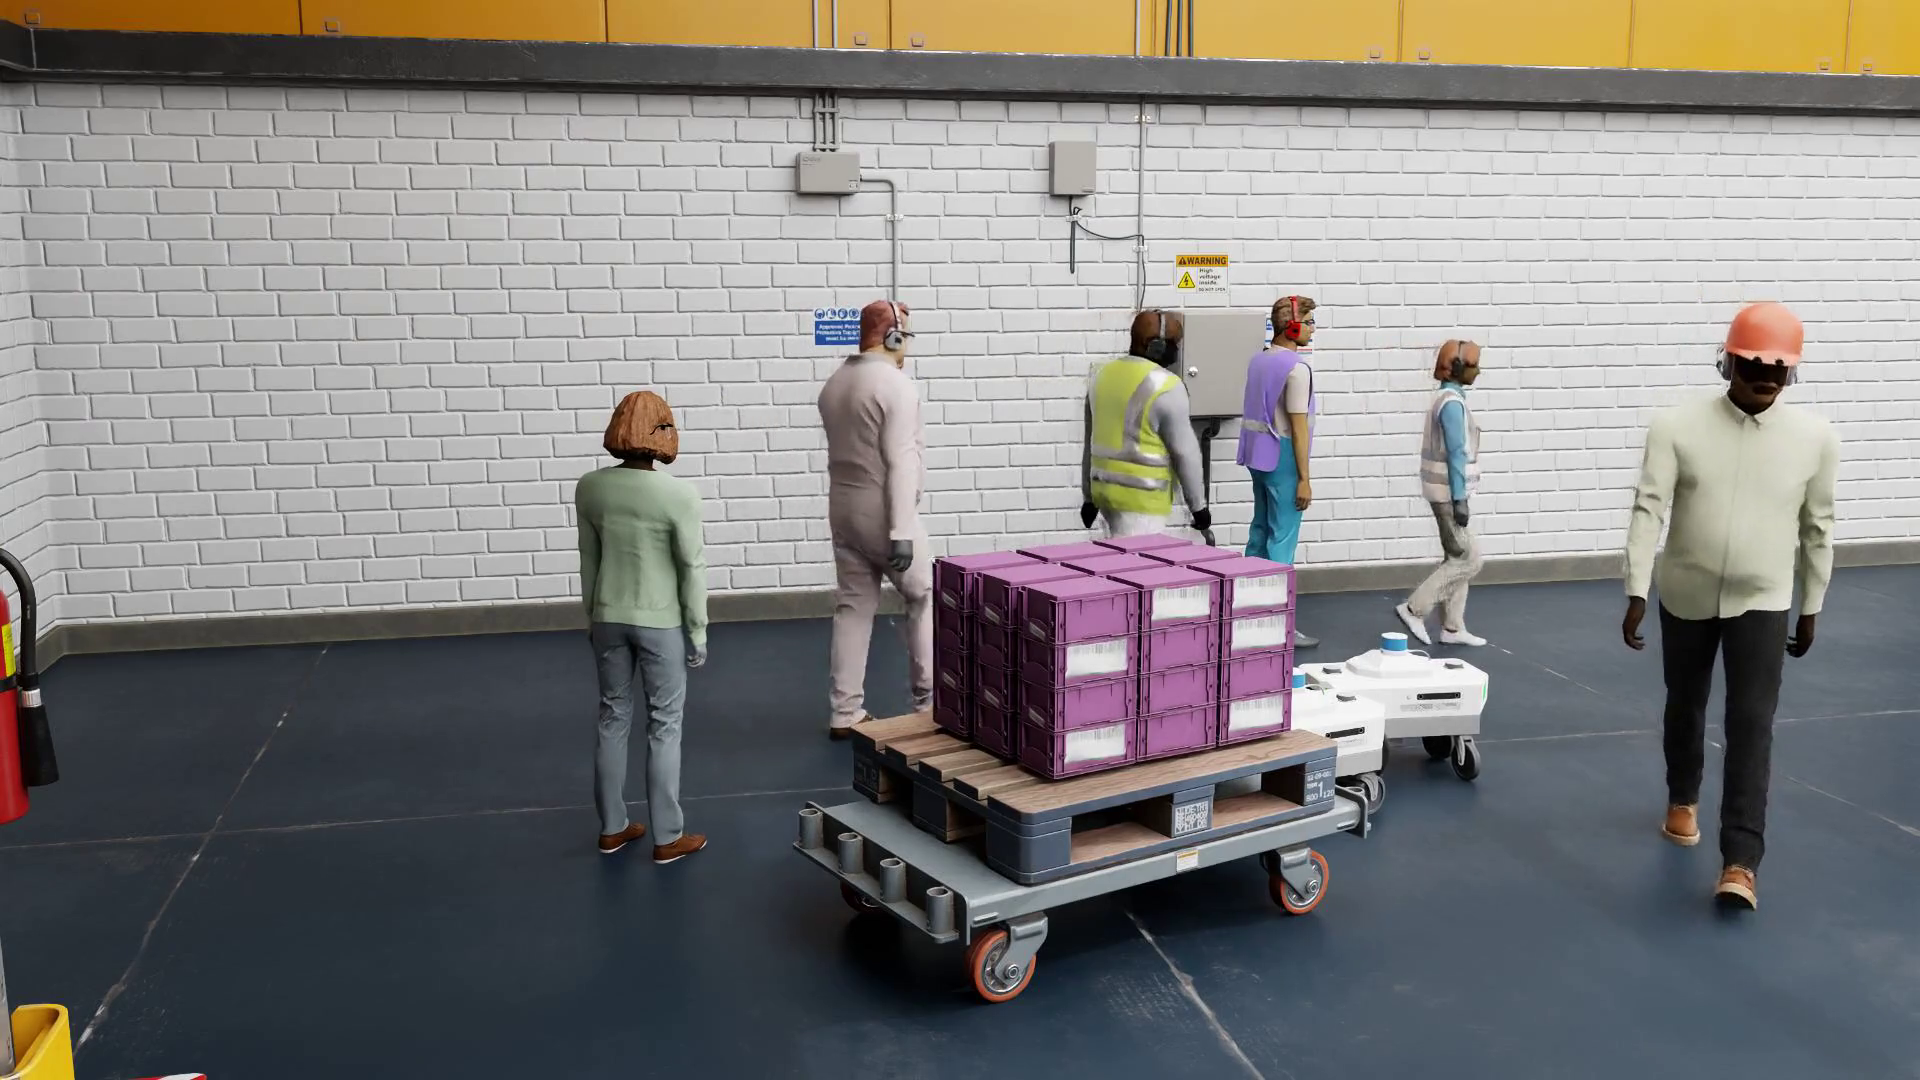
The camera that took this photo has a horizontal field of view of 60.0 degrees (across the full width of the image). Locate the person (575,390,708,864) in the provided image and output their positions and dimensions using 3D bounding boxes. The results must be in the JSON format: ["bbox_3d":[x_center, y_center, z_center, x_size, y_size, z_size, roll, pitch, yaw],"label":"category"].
[{"bbox_3d":[-1.089,0.299,5.729,0.493,1.624,0.280,4,11,20],"label":"person"}]

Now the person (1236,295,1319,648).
[{"bbox_3d":[1.666,-0.357,8.756,0.373,1.840,0.572,-3,11,-16],"label":"person"}]

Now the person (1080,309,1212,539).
[{"bbox_3d":[0.916,-0.184,7.893,0.788,1.807,0.637,-5,11,-26],"label":"person"}]

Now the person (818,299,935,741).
[{"bbox_3d":[-0.271,-0.083,7.150,0.793,1.871,0.658,-8,13,-37],"label":"person"}]

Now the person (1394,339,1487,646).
[{"bbox_3d":[2.538,-0.223,8.608,0.398,1.628,0.546,2,10,11],"label":"person"}]

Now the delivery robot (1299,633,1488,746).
[{"bbox_3d":[1.736,0.616,6.677,0.707,0.478,0.477,-2,10,-9],"label":"delivery robot"}]

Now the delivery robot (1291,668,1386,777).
[{"bbox_3d":[1.216,0.714,6.134,0.707,0.478,0.477,-5,11,-26],"label":"delivery robot"}]

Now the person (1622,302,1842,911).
[{"bbox_3d":[2.541,0.182,5.527,0.636,1.943,1.068,4,11,21],"label":"person"}]
